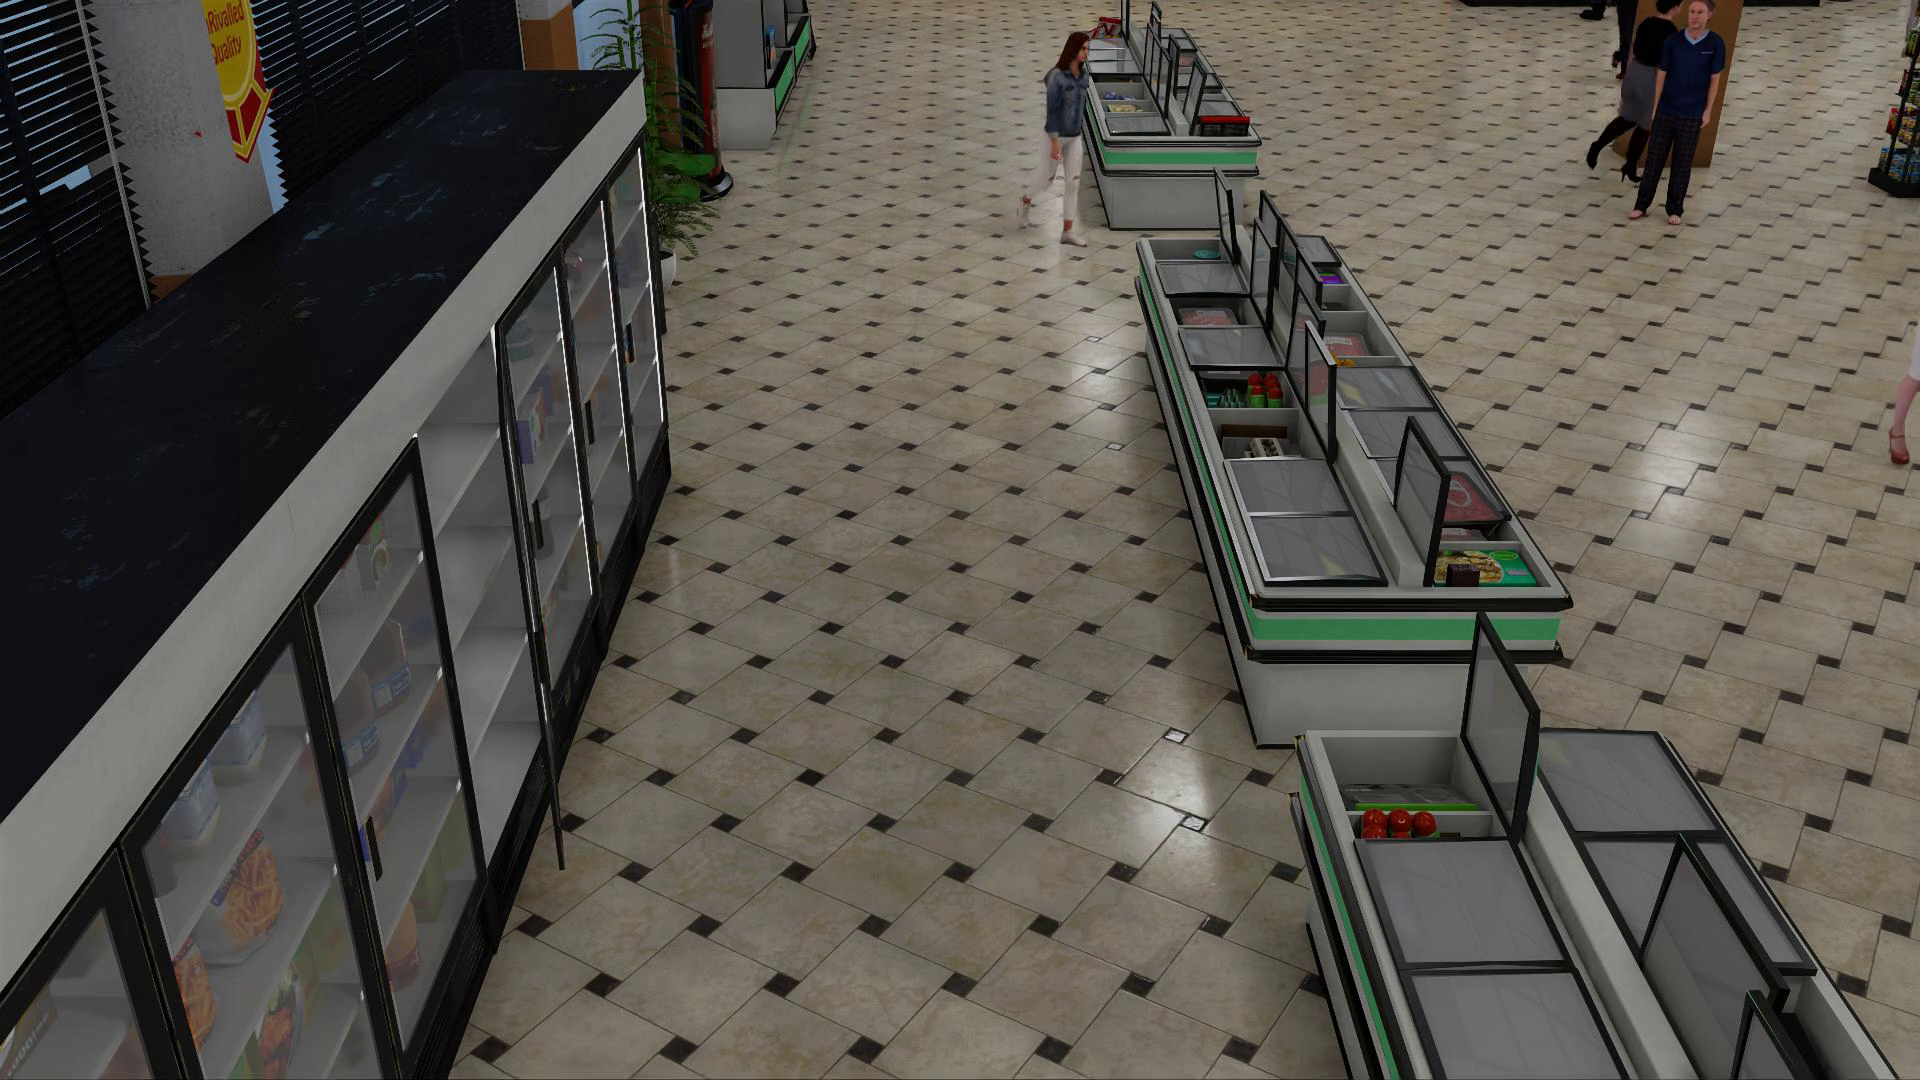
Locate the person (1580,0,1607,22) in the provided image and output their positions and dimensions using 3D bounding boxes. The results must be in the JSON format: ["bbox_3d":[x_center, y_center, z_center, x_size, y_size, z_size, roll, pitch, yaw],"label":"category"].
[{"bbox_3d":[8.866,-8.124,22.885,0.837,1.837,0.708,14,30,25],"label":"person"}]

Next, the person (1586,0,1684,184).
[{"bbox_3d":[6.086,-4.031,14.932,0.872,1.731,0.932,-8,28,-14],"label":"person"}]

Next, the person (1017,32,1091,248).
[{"bbox_3d":[0.757,-3.233,13.432,0.999,1.664,1.168,-15,30,-27],"label":"person"}]

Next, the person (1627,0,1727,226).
[{"bbox_3d":[6.033,-3.601,13.929,0.745,1.871,0.732,14,30,26],"label":"person"}]
